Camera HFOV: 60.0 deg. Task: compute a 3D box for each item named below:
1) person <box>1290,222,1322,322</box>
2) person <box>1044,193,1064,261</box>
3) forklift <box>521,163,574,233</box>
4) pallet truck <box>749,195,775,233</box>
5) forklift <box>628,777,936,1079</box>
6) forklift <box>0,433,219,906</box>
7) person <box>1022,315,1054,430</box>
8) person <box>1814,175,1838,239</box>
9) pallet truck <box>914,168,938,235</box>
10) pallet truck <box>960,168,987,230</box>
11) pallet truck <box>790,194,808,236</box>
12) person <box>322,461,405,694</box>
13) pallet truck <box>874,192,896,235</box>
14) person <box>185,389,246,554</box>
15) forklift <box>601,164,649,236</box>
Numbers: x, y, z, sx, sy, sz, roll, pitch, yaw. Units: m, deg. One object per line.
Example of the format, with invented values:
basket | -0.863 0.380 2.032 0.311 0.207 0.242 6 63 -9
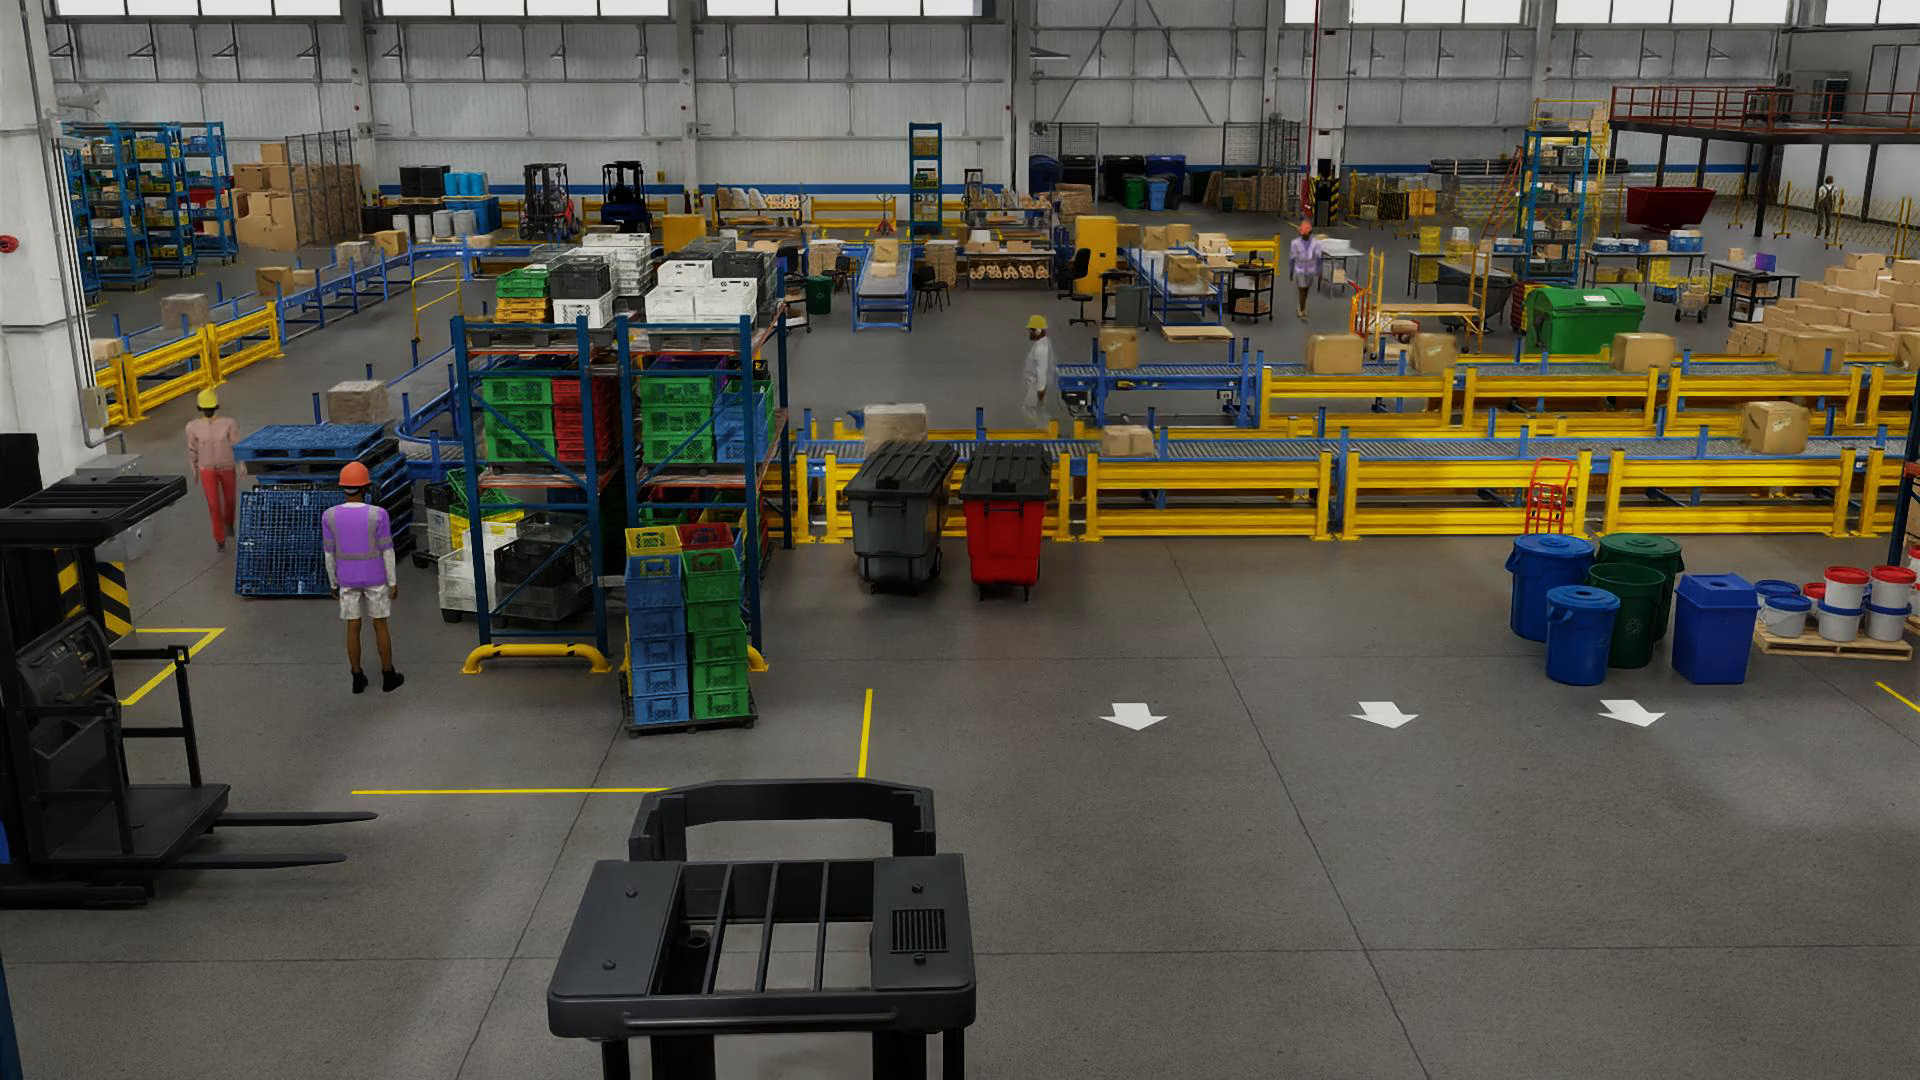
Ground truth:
person | 6.975 -5.437 33.599 0.633 1.981 1.021 1 16 5
person | 2.310 -7.857 42.227 1.011 1.856 0.656 2 16 8
forklift | -12.233 -10.122 49.298 1.157 1.987 2.680 0 16 -1
pallet truck | -6.051 -9.967 50.660 0.680 1.201 1.601 0 16 -1
forklift | -0.542 2.165 5.552 1.129 2.768 1.873 -1 16 -2
forklift | -5.952 0.780 10.366 1.873 2.768 1.129 0 16 -1
person | 1.046 -2.110 22.299 0.431 1.818 0.614 2 16 5
person | 25.479 -9.792 48.954 0.520 1.844 0.331 2 16 8
pallet truck | -0.989 -10.316 50.507 0.823 1.965 1.885 1 16 3
pallet truck | 0.383 -10.230 50.206 0.823 1.965 1.885 -1 16 -3
pallet truck | -4.814 -9.883 50.259 0.704 1.261 1.522 -1 16 -3
person | -4.909 0.308 13.687 0.551 1.935 0.375 -2 16 -5
pallet truck | -2.277 -9.986 50.594 0.653 1.274 1.630 0 16 -1
person | -7.973 -0.788 17.862 0.536 1.738 0.831 -8 18 -25
forklift | -9.948 -10.127 49.296 1.157 1.987 2.680 -1 16 -3
